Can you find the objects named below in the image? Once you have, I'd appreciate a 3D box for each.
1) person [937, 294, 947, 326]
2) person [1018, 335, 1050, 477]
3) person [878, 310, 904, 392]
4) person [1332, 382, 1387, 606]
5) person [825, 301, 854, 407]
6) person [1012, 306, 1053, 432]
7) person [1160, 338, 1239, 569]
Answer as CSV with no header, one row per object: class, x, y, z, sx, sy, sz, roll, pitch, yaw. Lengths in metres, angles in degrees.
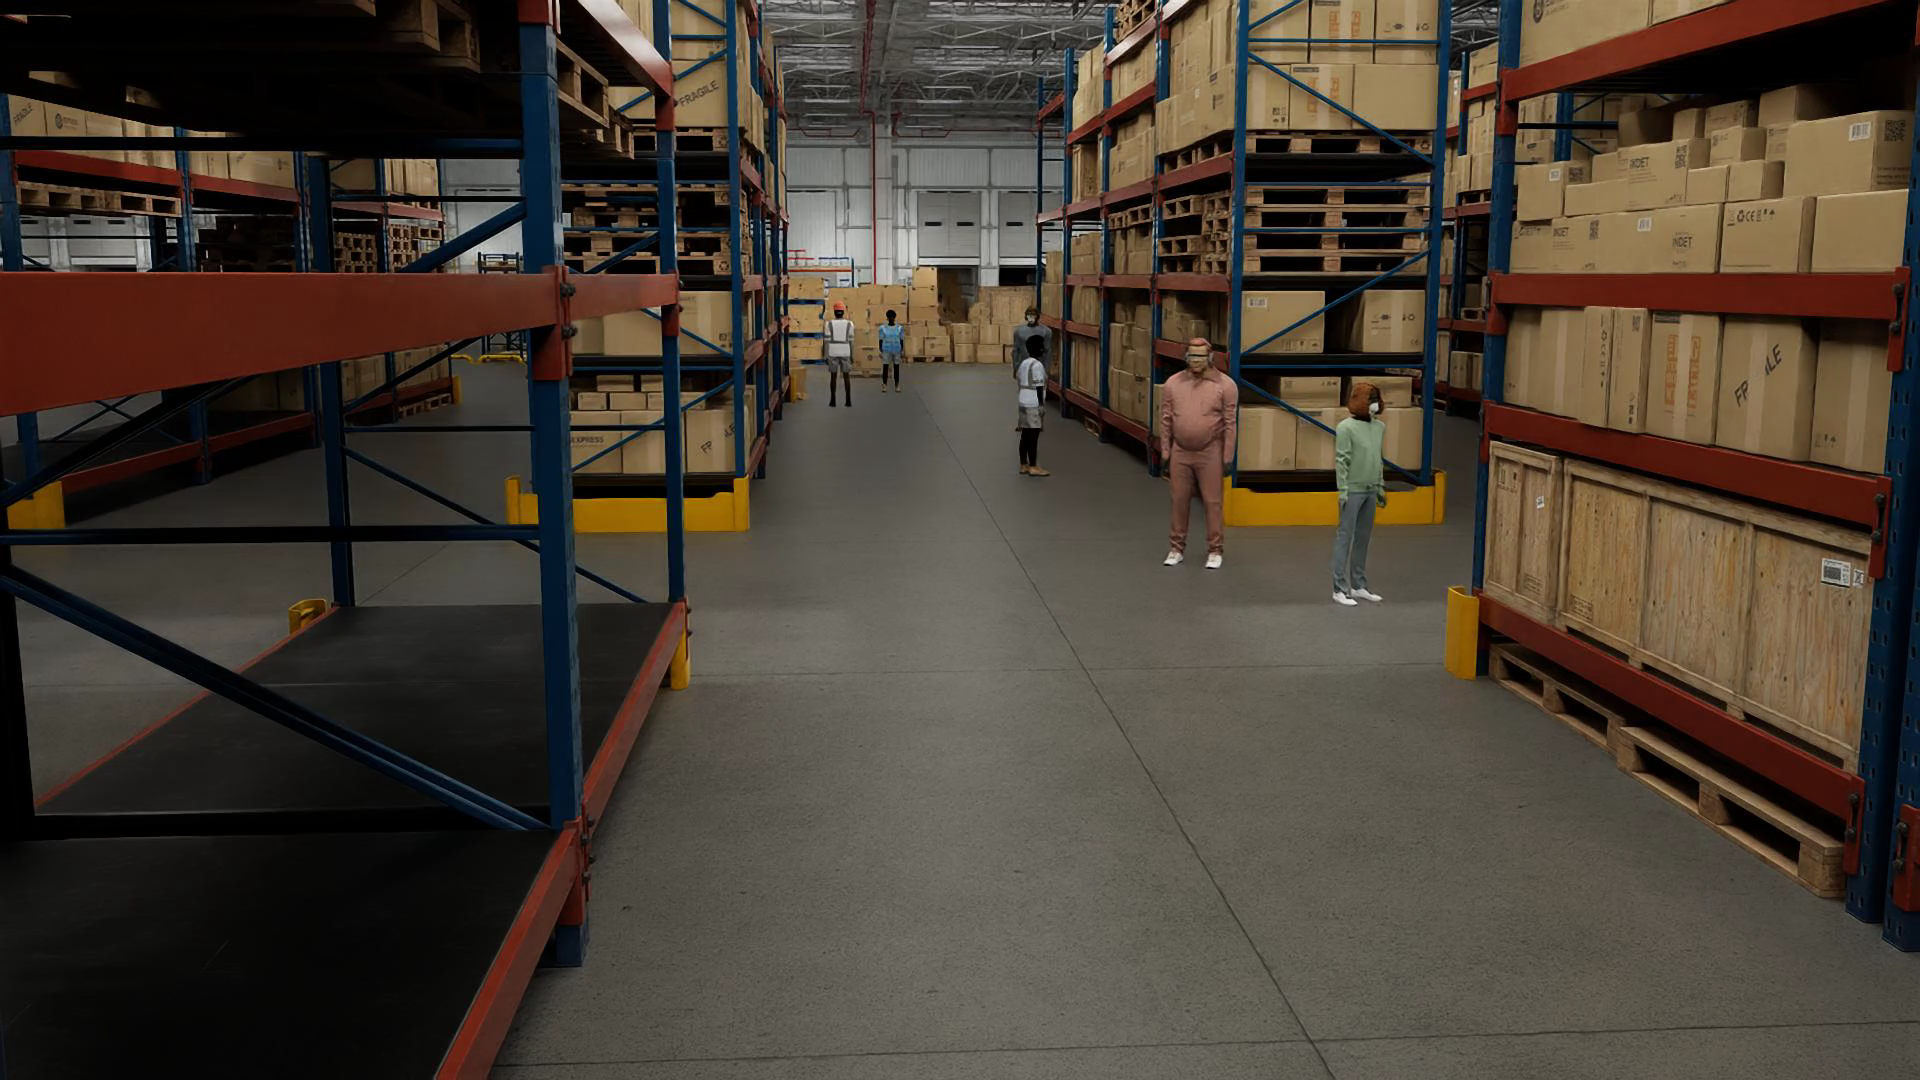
person,-0.860,-9.141,67.403,0.530,1.649,0.923,-7,11,-37
person,0.875,-1.607,19.932,0.321,1.694,0.529,-3,10,-21
person,-1.409,-3.870,34.135,0.541,1.695,0.315,-1,9,-6
person,2.935,-0.341,12.172,0.499,1.634,0.279,-7,11,-37
person,-2.211,-3.407,30.503,0.542,1.929,0.378,-1,9,-6
person,1.109,-2.634,25.615,0.627,1.940,0.372,2,9,10
person,1.947,-0.708,13.667,0.647,1.898,0.398,4,10,25
